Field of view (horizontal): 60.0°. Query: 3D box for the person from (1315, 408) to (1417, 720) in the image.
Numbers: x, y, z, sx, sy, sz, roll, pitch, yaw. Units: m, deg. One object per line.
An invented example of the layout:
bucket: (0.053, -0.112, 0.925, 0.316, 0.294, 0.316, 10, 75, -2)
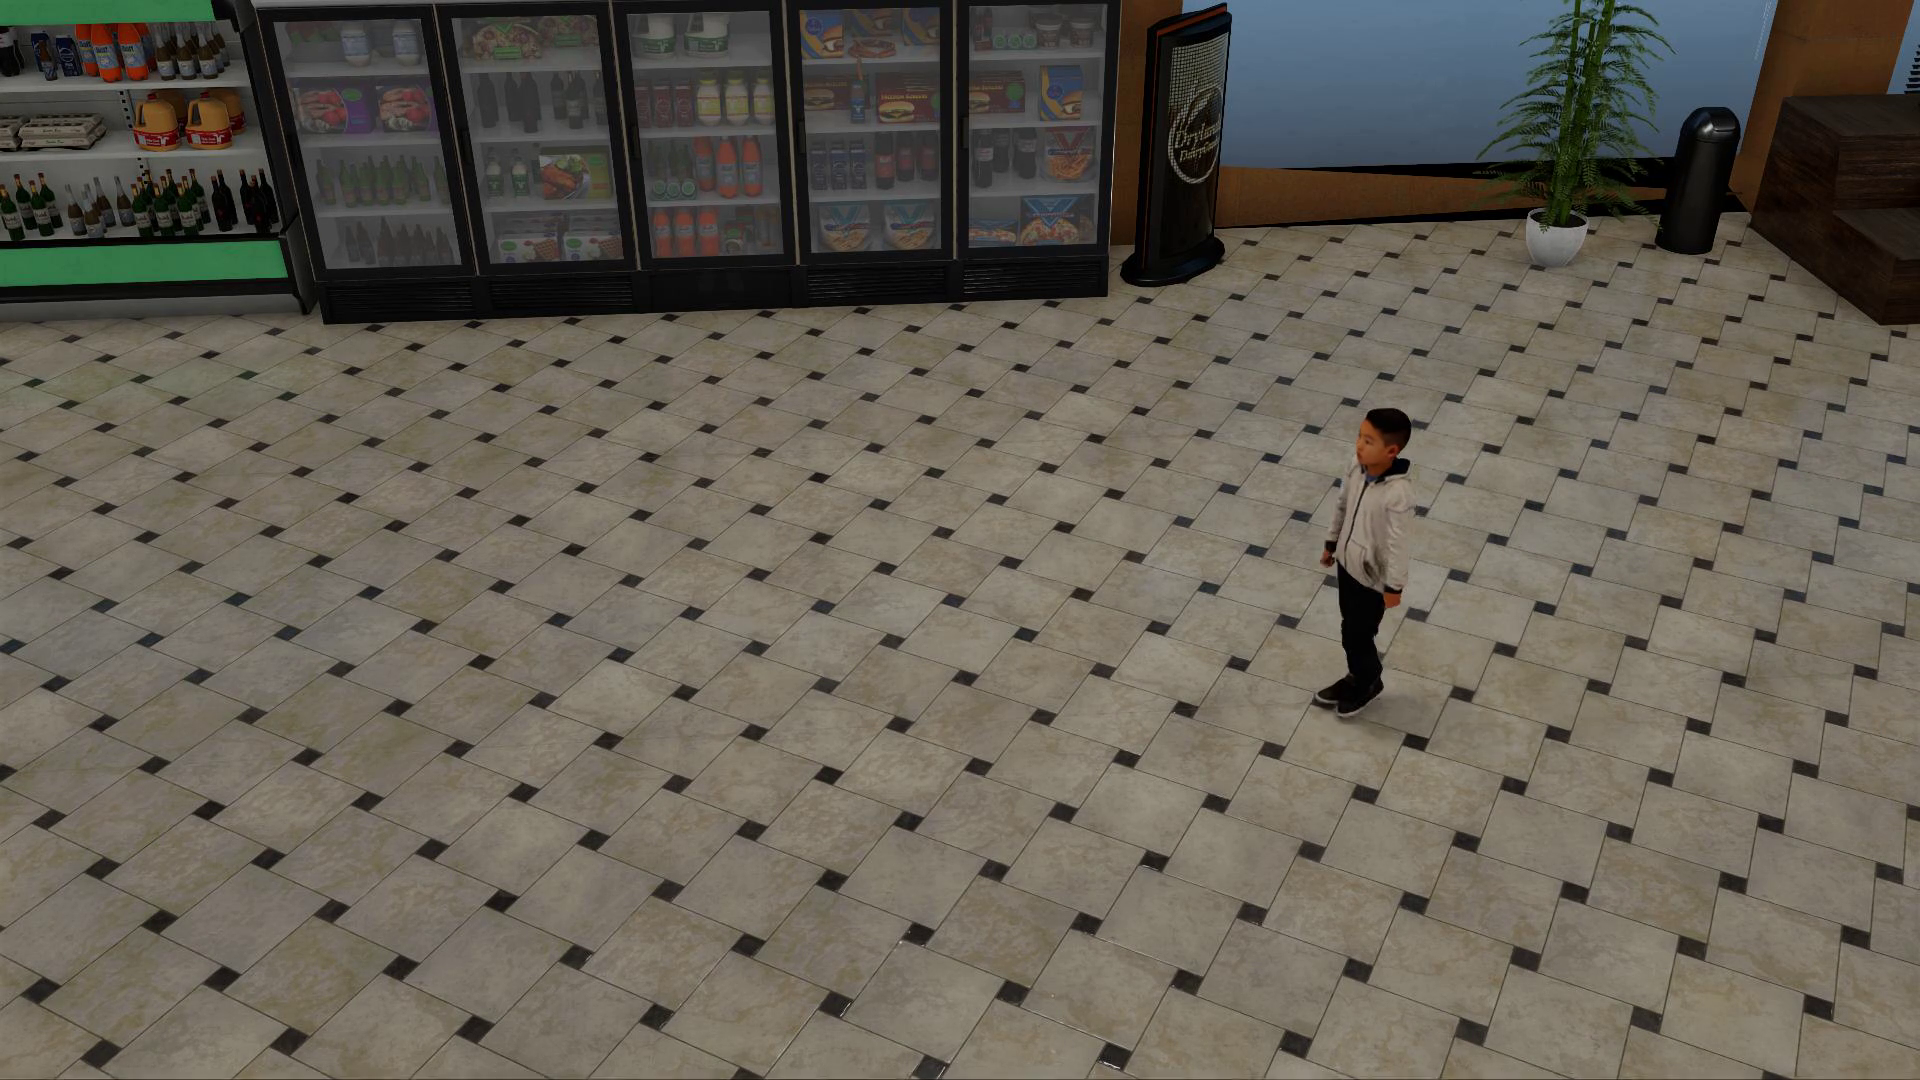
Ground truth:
person: (1.769, 0.101, 6.952, 0.583, 1.444, 0.640, -11, 34, -17)
